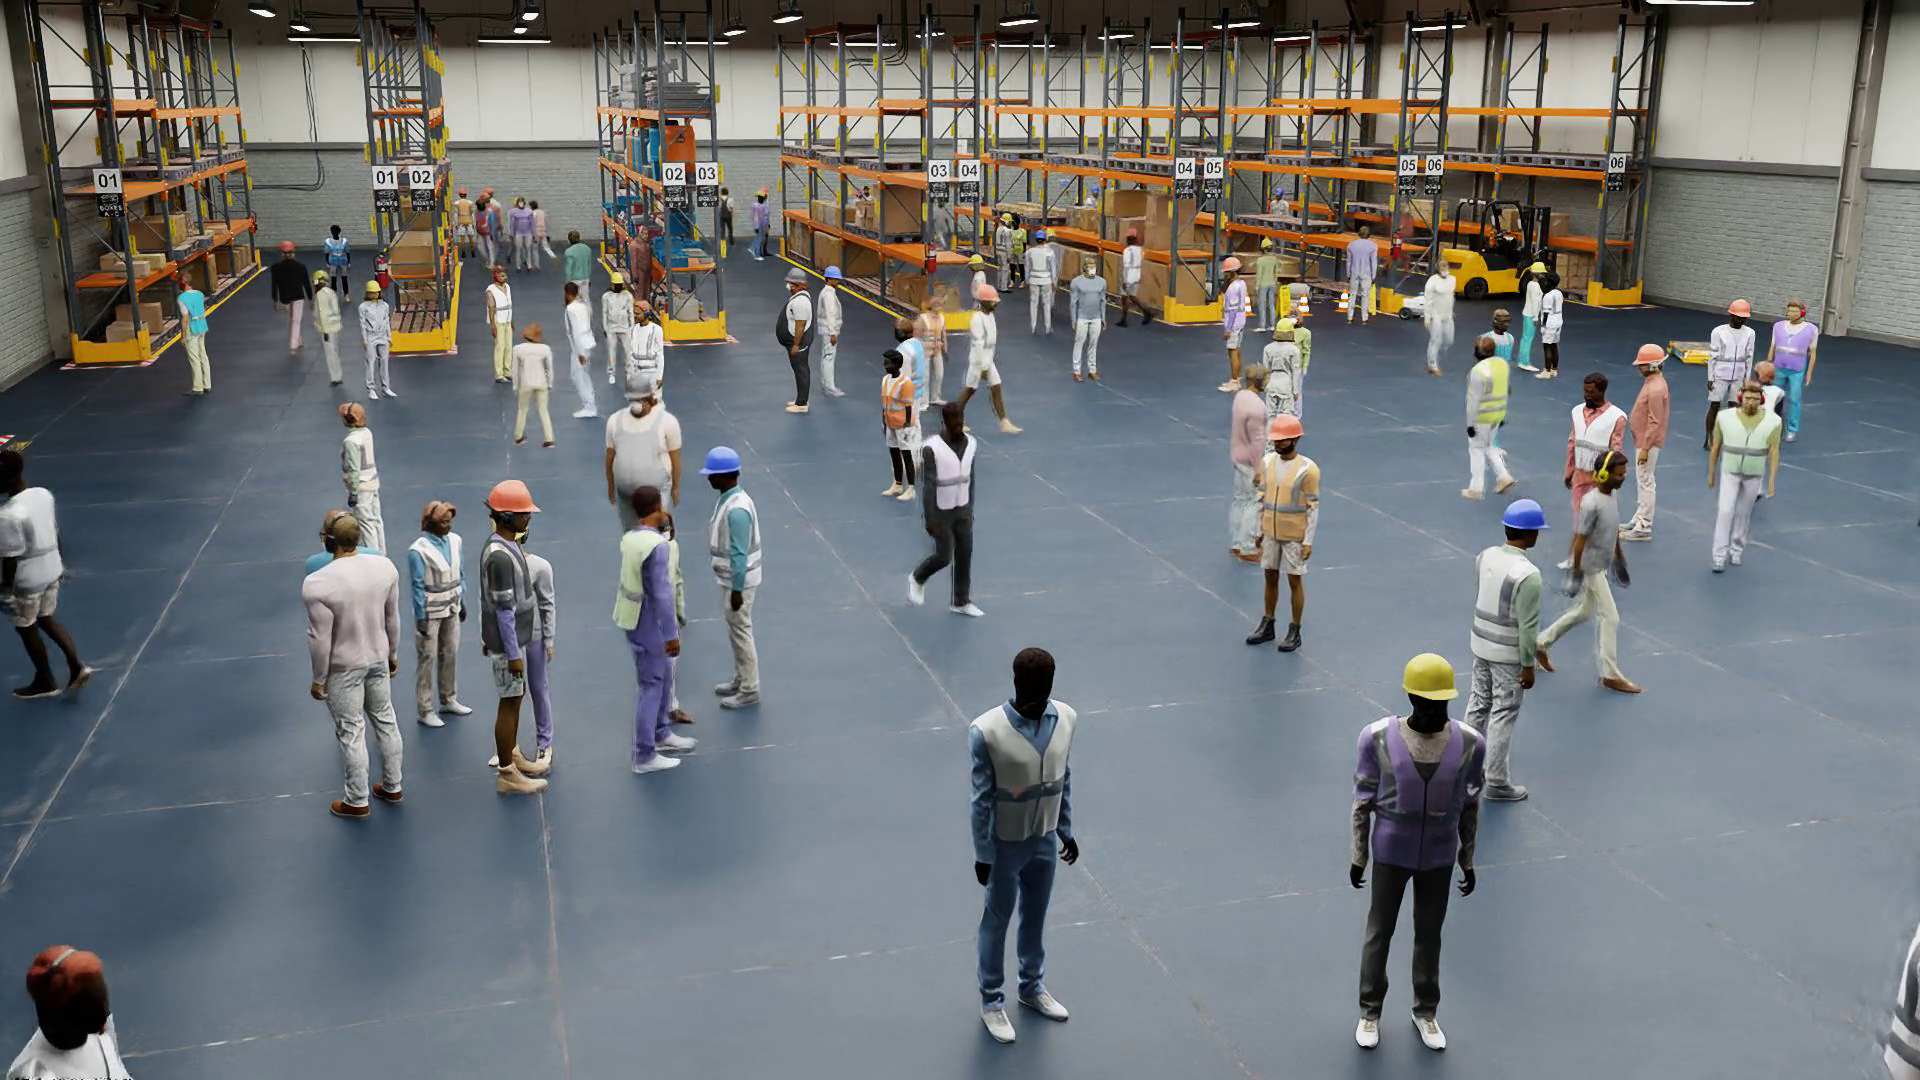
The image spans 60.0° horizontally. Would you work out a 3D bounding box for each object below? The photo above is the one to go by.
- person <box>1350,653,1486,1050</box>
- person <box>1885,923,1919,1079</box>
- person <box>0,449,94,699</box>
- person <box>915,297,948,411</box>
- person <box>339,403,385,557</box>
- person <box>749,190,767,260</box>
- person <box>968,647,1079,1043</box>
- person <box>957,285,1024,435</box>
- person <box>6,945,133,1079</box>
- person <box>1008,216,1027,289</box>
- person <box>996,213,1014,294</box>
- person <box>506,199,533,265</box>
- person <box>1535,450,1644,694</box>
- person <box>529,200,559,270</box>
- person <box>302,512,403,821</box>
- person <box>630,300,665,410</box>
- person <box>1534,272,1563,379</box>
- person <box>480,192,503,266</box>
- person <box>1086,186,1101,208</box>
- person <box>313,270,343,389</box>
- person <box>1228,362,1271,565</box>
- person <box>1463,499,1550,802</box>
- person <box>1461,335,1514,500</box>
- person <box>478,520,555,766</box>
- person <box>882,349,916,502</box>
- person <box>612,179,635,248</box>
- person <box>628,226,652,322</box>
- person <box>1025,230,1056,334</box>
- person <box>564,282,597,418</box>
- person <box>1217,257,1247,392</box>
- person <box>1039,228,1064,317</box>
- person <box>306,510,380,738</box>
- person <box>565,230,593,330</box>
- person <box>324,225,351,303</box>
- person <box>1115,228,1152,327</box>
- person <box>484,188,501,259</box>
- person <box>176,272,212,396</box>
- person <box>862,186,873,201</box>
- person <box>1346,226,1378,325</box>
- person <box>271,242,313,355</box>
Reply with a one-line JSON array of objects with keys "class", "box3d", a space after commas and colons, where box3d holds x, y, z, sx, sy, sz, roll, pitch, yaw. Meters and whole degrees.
[{"class": "person", "box3d": [2.108, 1.443, 7.719, 0.593, 1.930, 0.355, 1, 15, 3]}, {"class": "person", "box3d": [3.580, 1.935, 5.995, 0.446, 1.865, 0.593, 11, 19, 37]}, {"class": "person", "box3d": [-6.765, 0.260, 12.184, 0.601, 1.928, 0.675, 1, 15, 3]}, {"class": "person", "box3d": [-0.415, -2.664, 23.798, 0.613, 1.612, 0.336, -12, 19, -37]}, {"class": "person", "box3d": [-5.561, -0.468, 15.464, 0.315, 1.640, 0.515, 0, 15, -1]}, {"class": "person", "box3d": [-5.554, -8.665, 45.802, 0.465, 1.899, 0.641, 1, 15, 3]}, {"class": "person", "box3d": [0.295, 1.407, 7.891, 0.587, 1.913, 0.391, -10, 18, -34]}, {"class": "person", "box3d": [0.296, -2.368, 21.972, 1.066, 1.988, 0.628, 7, 16, 25]}, {"class": "person", "box3d": [-2.769, 2.118, 5.271, 0.376, 1.879, 0.688, -2, 15, -8]}, {"class": "person", "box3d": [1.318, -6.743, 38.989, 0.535, 1.690, 0.320, 7, 16, 24]}, {"class": "person", "box3d": [1.030, -6.528, 37.932, 0.404, 1.824, 0.586, -6, 16, -21]}, {"class": "person", "box3d": [-11.859, -8.286, 44.583, 0.804, 1.802, 0.590, 9, 17, 31]}, {"class": "person", "box3d": [4.775, 0.201, 12.580, 0.887, 1.834, 0.504, 10, 18, 34]}, {"class": "person", "box3d": [-10.856, -7.891, 43.076, 0.794, 1.805, 0.636, 10, 18, 34]}, {"class": "person", "box3d": [-3.720, 0.768, 10.240, 0.368, 1.940, 0.632, 10, 18, 34]}, {"class": "person", "box3d": [-3.985, -2.113, 21.209, 0.576, 1.879, 0.356, 11, 18, 35]}, {"class": "person", "box3d": [9.384, -3.404, 26.422, 0.321, 1.689, 0.530, 12, 19, 38]}, {"class": "person", "box3d": [-12.391, -8.187, 43.907, 0.633, 1.956, 0.582, -3, 15, -13]}, {"class": "person", "box3d": [3.877, -9.130, 47.509, 0.645, 1.924, 0.593, -3, 15, -10]}, {"class": "person", "box3d": [-9.757, -3.233, 25.607, 0.408, 1.788, 0.750, 0, 15, -2]}, {"class": "person", "box3d": [2.777, -0.739, 15.918, 0.373, 1.936, 0.635, -2, 15, -8]}, {"class": "person", "box3d": [3.466, 0.691, 10.546, 0.426, 1.938, 0.604, -4, 15, -14]}, {"class": "person", "box3d": [5.826, -1.343, 18.388, 0.662, 1.834, 0.499, -11, 18, -36]}, {"class": "person", "box3d": [-2.930, 0.654, 11.008, 0.523, 1.766, 0.320, 2, 15, 8]}, {"class": "person", "box3d": [-0.686, -1.278, 18.428, 0.321, 1.688, 0.538, -11, 18, -35]}, {"class": "person", "box3d": [-9.993, -9.733, 49.563, 0.679, 2.000, 0.537, -3, 15, -12]}, {"class": "person", "box3d": [-6.319, -5.285, 33.118, 0.401, 1.893, 0.656, 5, 16, 18]}, {"class": "person", "box3d": [1.526, -4.881, 31.495, 0.604, 1.941, 0.400, 3, 15, 12]}, {"class": "person", "box3d": [-5.309, -2.662, 23.276, 0.451, 1.875, 0.629, 1, 15, 5]}, {"class": "person", "box3d": [4.120, -3.257, 25.196, 0.388, 2.040, 0.605, 6, 16, 22]}, {"class": "person", "box3d": [1.804, -5.407, 33.712, 0.606, 1.814, 0.467, -7, 16, -25]}, {"class": "person", "box3d": [-4.218, 0.588, 11.502, 0.498, 1.633, 0.285, -7, 17, -26]}, {"class": "person", "box3d": [-7.288, -4.950, 31.781, 0.379, 1.929, 0.636, 9, 18, 32]}, {"class": "person", "box3d": [-13.531, -6.010, 36.205, 0.536, 1.699, 0.322, -6, 16, -22]}, {"class": "person", "box3d": [3.395, -5.075, 32.290, 0.697, 1.913, 0.578, 14, 20, 42]}, {"class": "person", "box3d": [-12.928, -8.729, 45.947, 0.623, 1.960, 0.647, 11, 19, 36]}, {"class": "person", "box3d": [-11.490, -3.089, 24.930, 0.389, 1.848, 0.567, 1, 15, 6]}, {"class": "person", "box3d": [-2.717, -9.530, 49.161, 0.503, 1.858, 0.336, 11, 19, 37]}, {"class": "person", "box3d": [7.914, -5.220, 32.807, 0.624, 1.931, 0.378, 9, 17, 31]}, {"class": "person", "box3d": [-11.635, -4.219, 29.012, 0.635, 1.943, 1.054, -1, 15, -4]}]
